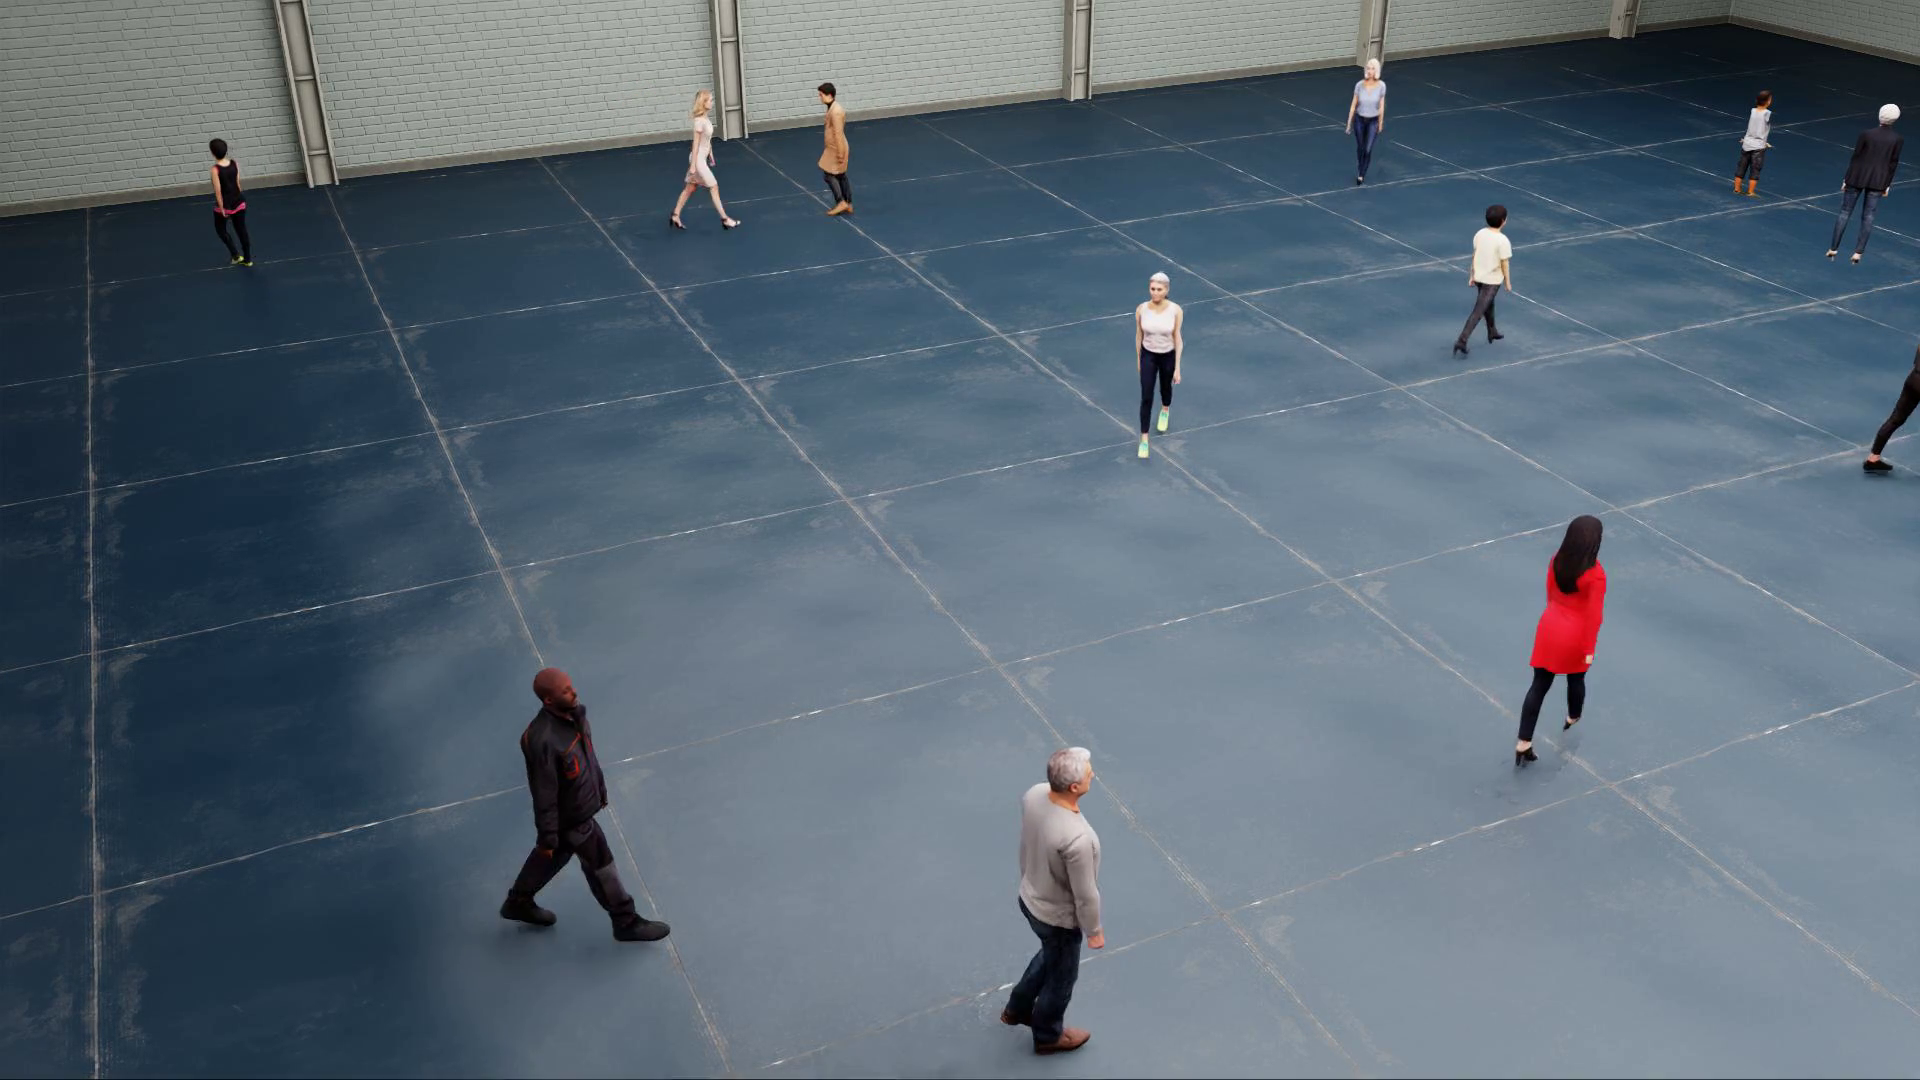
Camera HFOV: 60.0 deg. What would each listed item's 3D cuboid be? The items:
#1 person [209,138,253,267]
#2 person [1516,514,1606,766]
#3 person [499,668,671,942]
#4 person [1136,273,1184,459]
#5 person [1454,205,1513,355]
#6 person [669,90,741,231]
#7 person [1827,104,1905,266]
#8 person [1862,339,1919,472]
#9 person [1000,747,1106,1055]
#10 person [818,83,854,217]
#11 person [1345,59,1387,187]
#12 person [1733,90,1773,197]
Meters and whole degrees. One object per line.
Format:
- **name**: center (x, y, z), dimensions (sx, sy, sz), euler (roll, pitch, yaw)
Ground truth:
- **person**: center (-8.633, -3.989, 19.760), dimensions (0.703, 1.540, 0.620), euler (18, 33, 30)
- **person**: center (3.883, 0.701, 10.792), dimensions (1.079, 1.693, 0.777), euler (-16, 32, -27)
- **person**: center (-2.280, 1.483, 9.209), dimensions (1.335, 1.800, 1.054), euler (0, 28, 0)
- **person**: center (1.840, -1.658, 15.251), dimensions (1.164, 1.664, 1.114), euler (5, 28, 9)
- **person**: center (5.423, -2.654, 17.248), dimensions (0.978, 1.545, 0.581), euler (-13, 31, -22)
- **person**: center (-3.357, -4.709, 20.873), dimensions (1.210, 1.765, 0.922), euler (1, 28, 2)
- **person**: center (9.860, -3.909, 18.164), dimensions (0.825, 1.782, 0.785), euler (12, 30, 21)
- **person**: center (8.399, -1.336, 14.641), dimensions (1.198, 1.669, 0.903), euler (-2, 28, -3)
- **person**: center (0.417, 1.872, 8.377), dimensions (0.750, 1.895, 0.770), euler (-9, 29, -16)
- **person**: center (-1.511, -5.081, 21.633), dimensions (0.788, 1.707, 0.777), euler (-4, 28, -7)
- **person**: center (5.618, -5.759, 22.938), dimensions (1.059, 1.677, 1.151), euler (11, 30, 20)
- **person**: center (10.777, -5.416, 22.528), dimensions (0.600, 1.457, 0.626), euler (-24, 36, -37)
